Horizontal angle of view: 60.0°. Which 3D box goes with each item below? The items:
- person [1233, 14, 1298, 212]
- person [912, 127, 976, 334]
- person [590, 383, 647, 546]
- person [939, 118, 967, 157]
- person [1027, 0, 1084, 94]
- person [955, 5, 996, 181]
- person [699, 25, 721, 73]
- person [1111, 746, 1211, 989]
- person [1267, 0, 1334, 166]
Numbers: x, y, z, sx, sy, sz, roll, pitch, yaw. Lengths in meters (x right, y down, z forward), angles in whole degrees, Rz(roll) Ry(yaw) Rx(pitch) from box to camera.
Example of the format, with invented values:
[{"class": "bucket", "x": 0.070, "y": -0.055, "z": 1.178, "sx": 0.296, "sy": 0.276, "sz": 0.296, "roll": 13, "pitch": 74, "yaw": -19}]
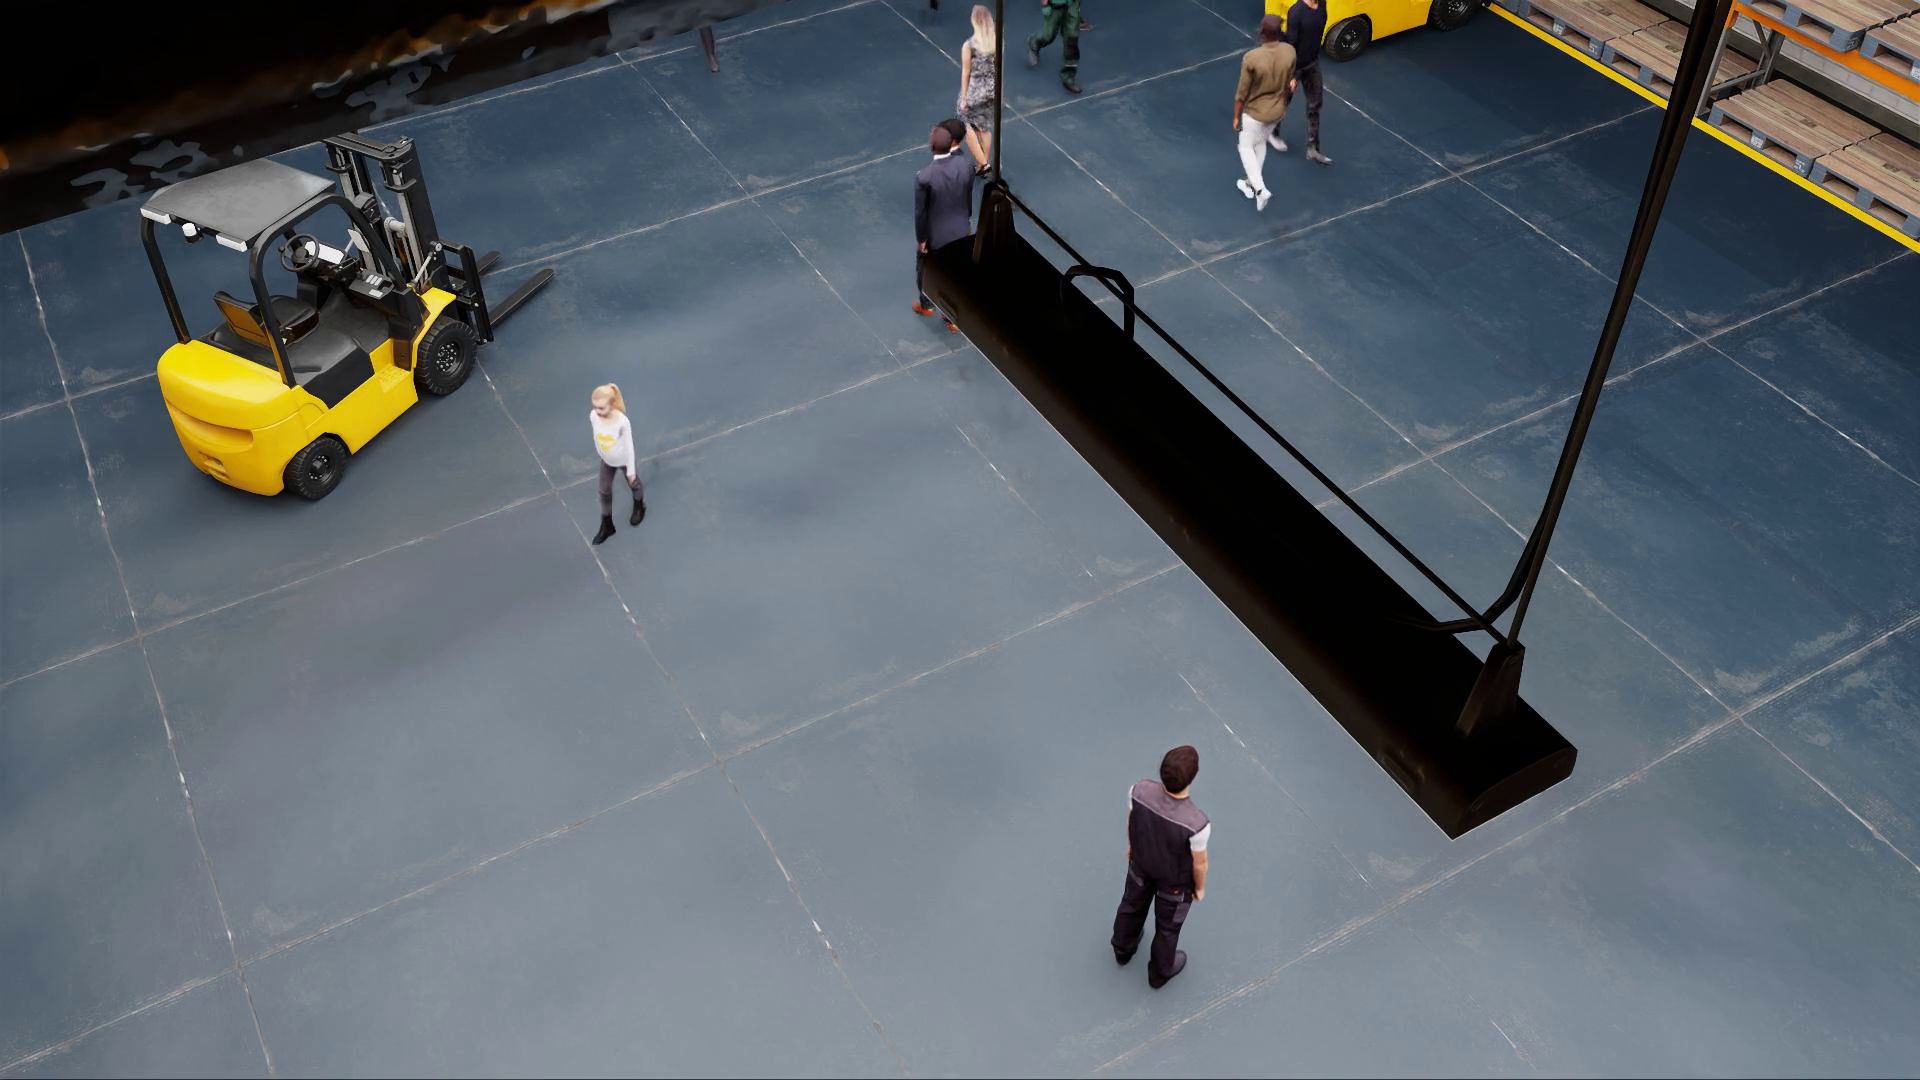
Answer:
[{"class": "person", "x": 2.711, "y": -3.747, "z": 14.767, "sx": 0.818, "sy": 1.795, "sz": 0.978, "roll": -14, "pitch": 45, "yaw": -14}, {"class": "person", "x": -0.085, "y": -2.439, "z": 13.386, "sx": 0.768, "sy": 1.805, "sz": 0.808, "roll": -14, "pitch": 45, "yaw": -14}, {"class": "person", "x": -2.407, "y": -0.619, "z": 11.872, "sx": 0.783, "sy": 1.259, "sz": 0.832, "roll": 11, "pitch": 45, "yaw": 11}, {"class": "person", "x": -0.017, "y": -3.112, "z": 14.519, "sx": 0.657, "sy": 1.217, "sz": 0.581, "roll": 6, "pitch": 44, "yaw": 6}, {"class": "person", "x": 0.954, "y": -5.380, "z": 16.464, "sx": 0.687, "sy": 1.818, "sz": 1.072, "roll": -24, "pitch": 48, "yaw": -23}, {"class": "person", "x": 0.223, "y": -3.990, "z": 15.100, "sx": 0.595, "sy": 1.687, "sz": 0.656, "roll": -24, "pitch": 49, "yaw": -23}, {"class": "person", "x": -2.627, "y": -5.726, "z": 16.930, "sx": 0.751, "sy": 1.678, "sz": 1.226, "roll": -12, "pitch": 45, "yaw": -12}, {"class": "person", "x": 1.084, "y": 1.761, "z": 8.948, "sx": 0.646, "sy": 1.846, "sz": 0.783, "roll": 28, "pitch": 50, "yaw": 26}, {"class": "person", "x": 3.090, "y": -4.444, "z": 15.466, "sx": 0.717, "sy": 1.839, "sz": 1.034, "roll": -26, "pitch": 50, "yaw": -25}]
